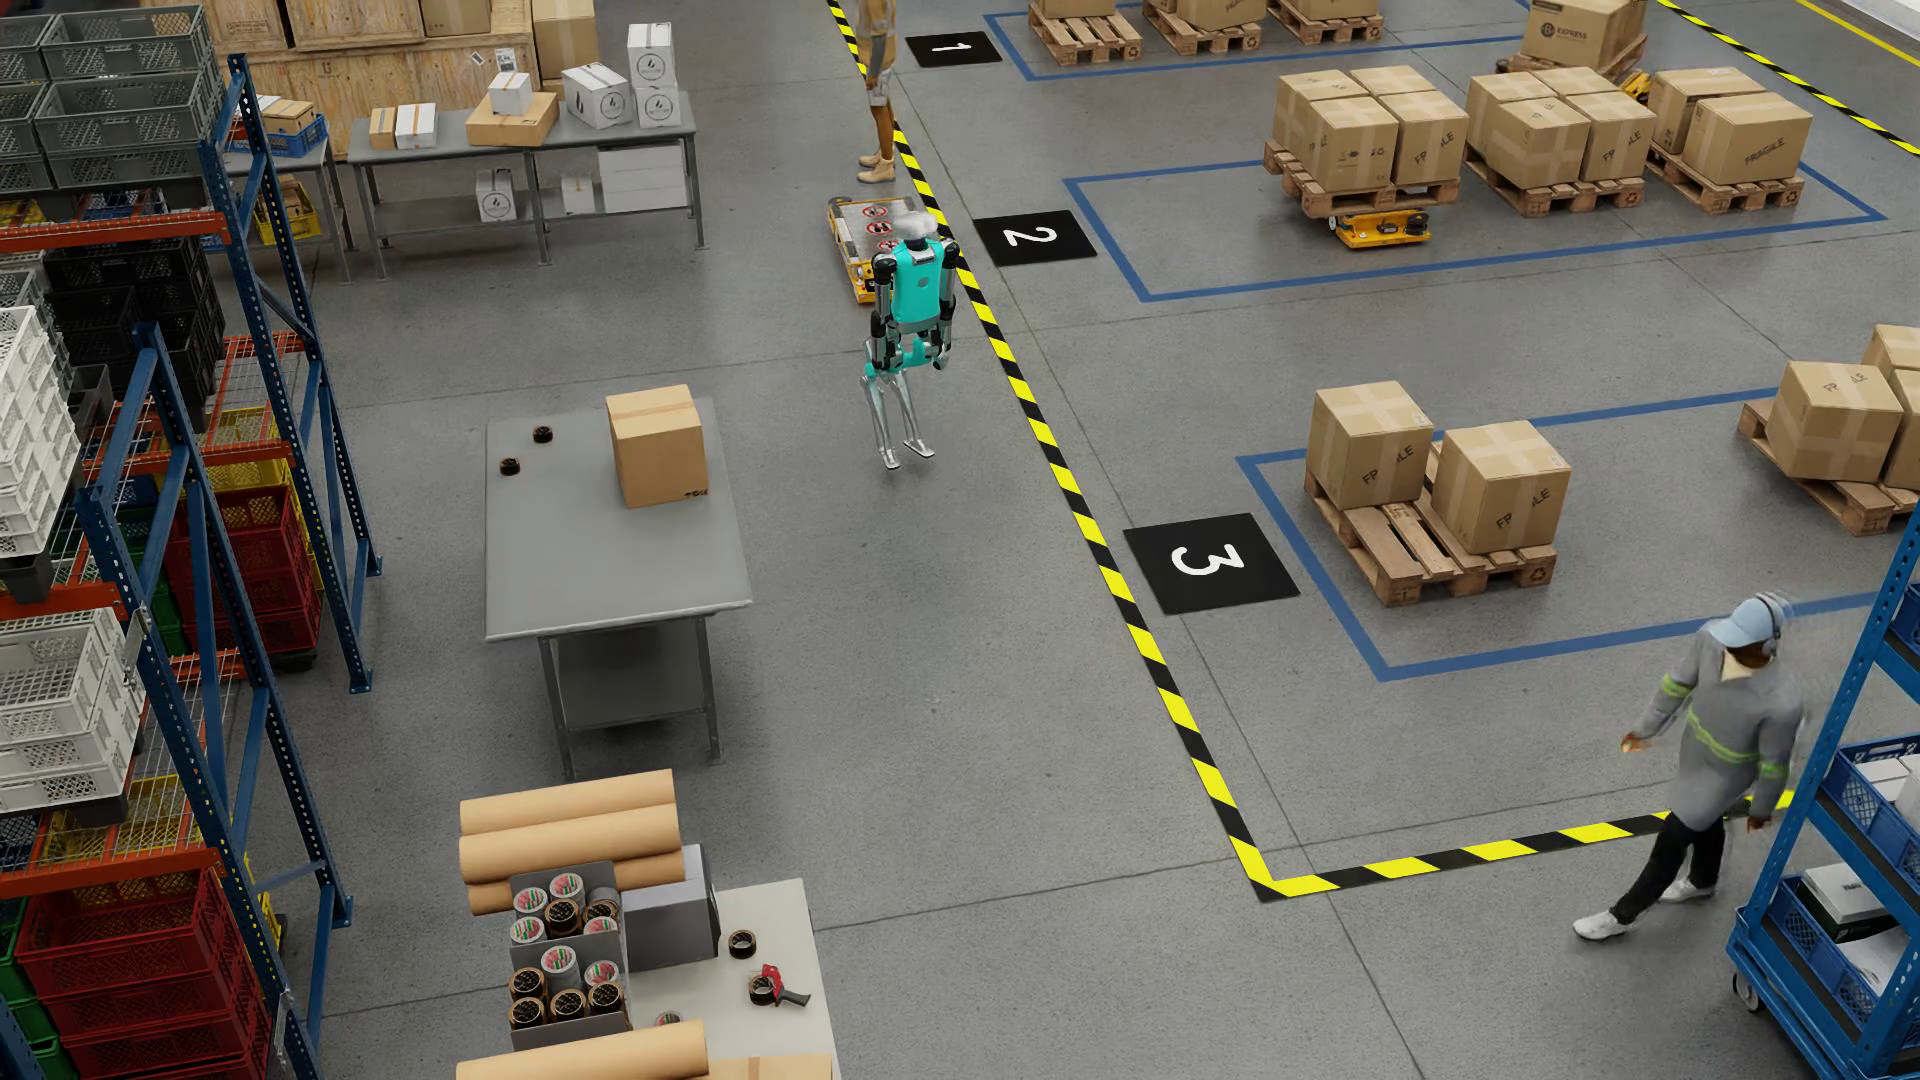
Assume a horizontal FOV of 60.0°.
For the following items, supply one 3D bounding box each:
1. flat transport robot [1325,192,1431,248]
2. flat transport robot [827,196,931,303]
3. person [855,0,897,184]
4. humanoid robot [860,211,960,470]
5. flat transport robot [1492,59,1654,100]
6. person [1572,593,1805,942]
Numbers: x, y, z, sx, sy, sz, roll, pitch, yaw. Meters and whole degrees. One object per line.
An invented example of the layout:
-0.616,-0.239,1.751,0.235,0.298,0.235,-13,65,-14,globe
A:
3.134,-2.740,13.213,0.652,0.197,1.431,-8,37,-10,flat transport robot
-0.570,-2.220,12.538,0.659,0.231,1.431,-8,37,-10,flat transport robot
-0.682,-3.856,13.247,0.359,2.046,0.613,1,37,1,person
-0.369,-1.248,9.885,0.533,1.681,0.735,-18,40,-22,humanoid robot
5.660,-4.207,15.185,1.431,0.197,0.652,24,43,29,flat transport robot
3.057,0.951,6.980,0.887,1.815,0.600,-6,37,-8,person
